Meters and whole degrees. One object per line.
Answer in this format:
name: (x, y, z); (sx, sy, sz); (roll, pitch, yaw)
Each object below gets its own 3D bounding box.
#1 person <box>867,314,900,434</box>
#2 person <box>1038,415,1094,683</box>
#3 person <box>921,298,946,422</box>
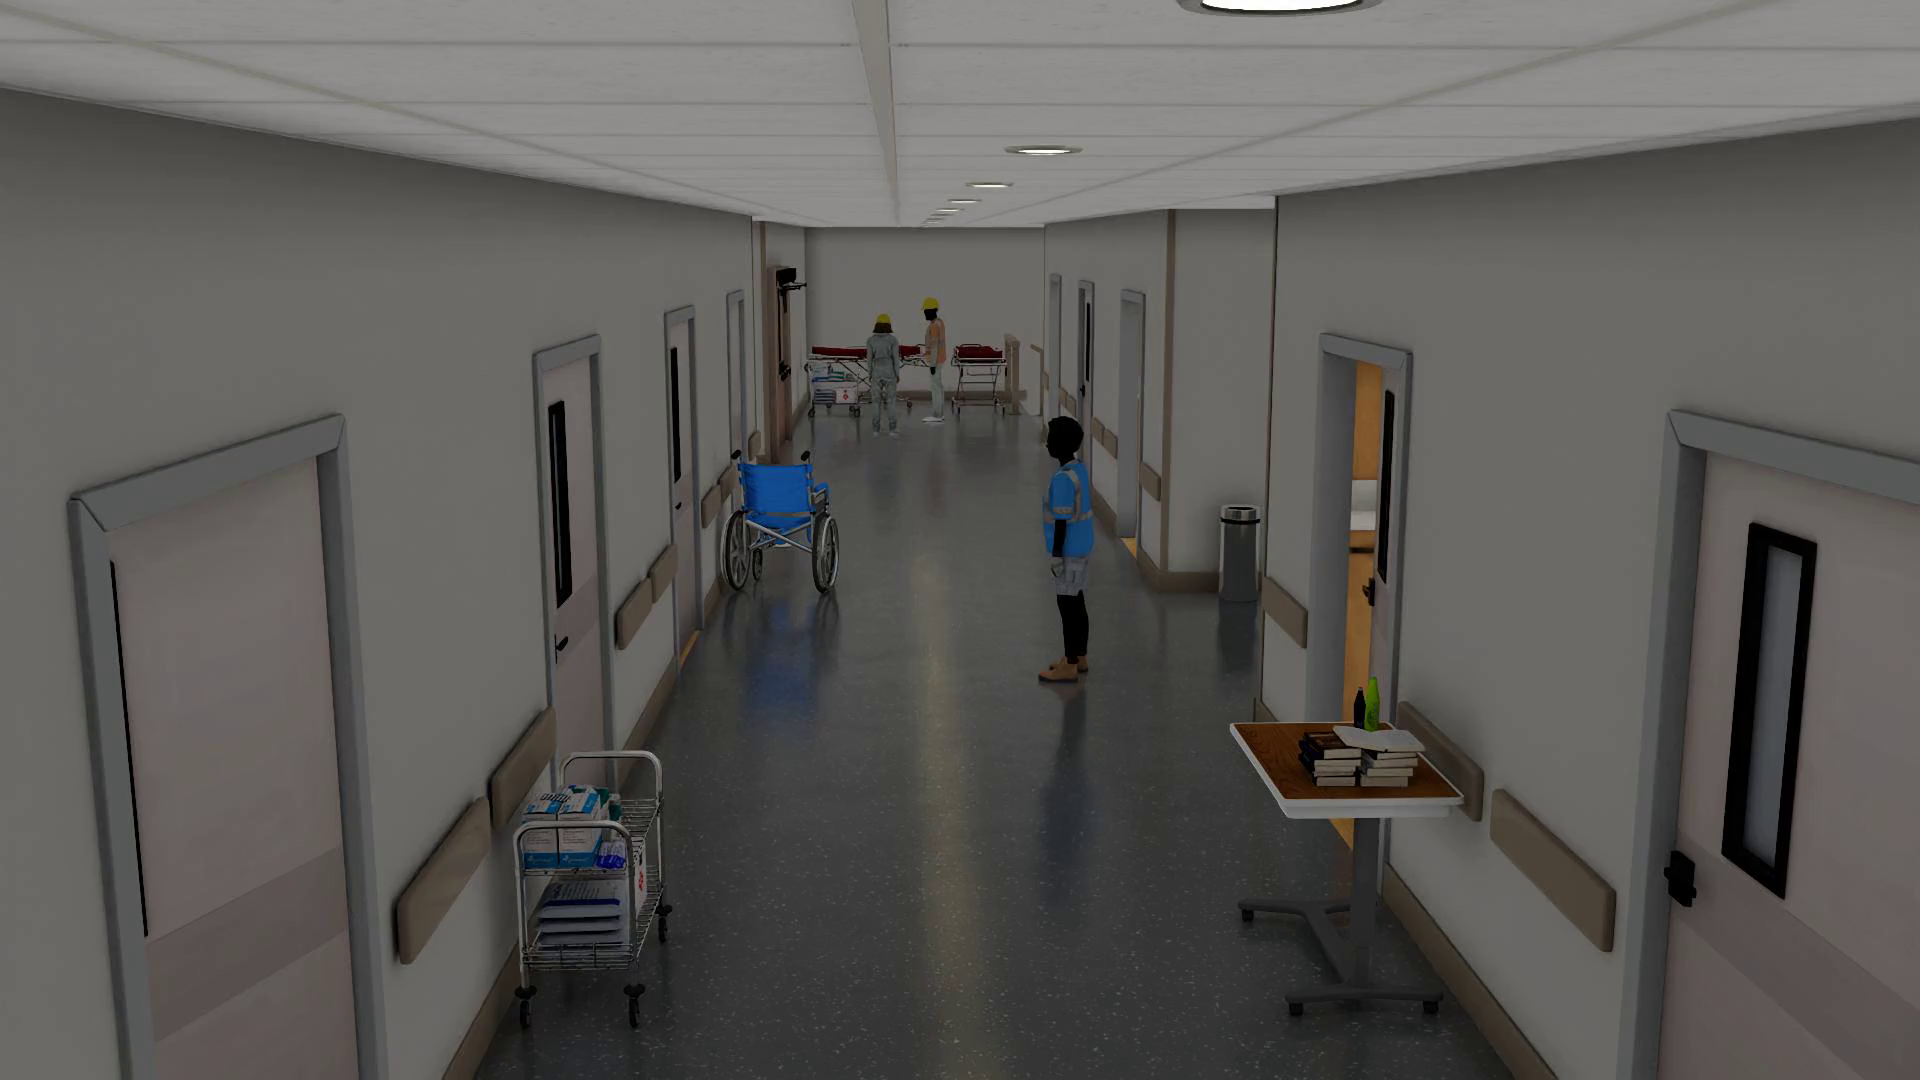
person: (-1.100, -2.397, 24.063); (0.483, 1.736, 0.311); (2, 10, 11)
person: (0.679, 0.060, 10.507); (0.319, 1.694, 0.535); (3, 11, 16)
person: (-0.412, -2.777, 25.679); (0.394, 1.918, 0.585); (1, 10, 5)
